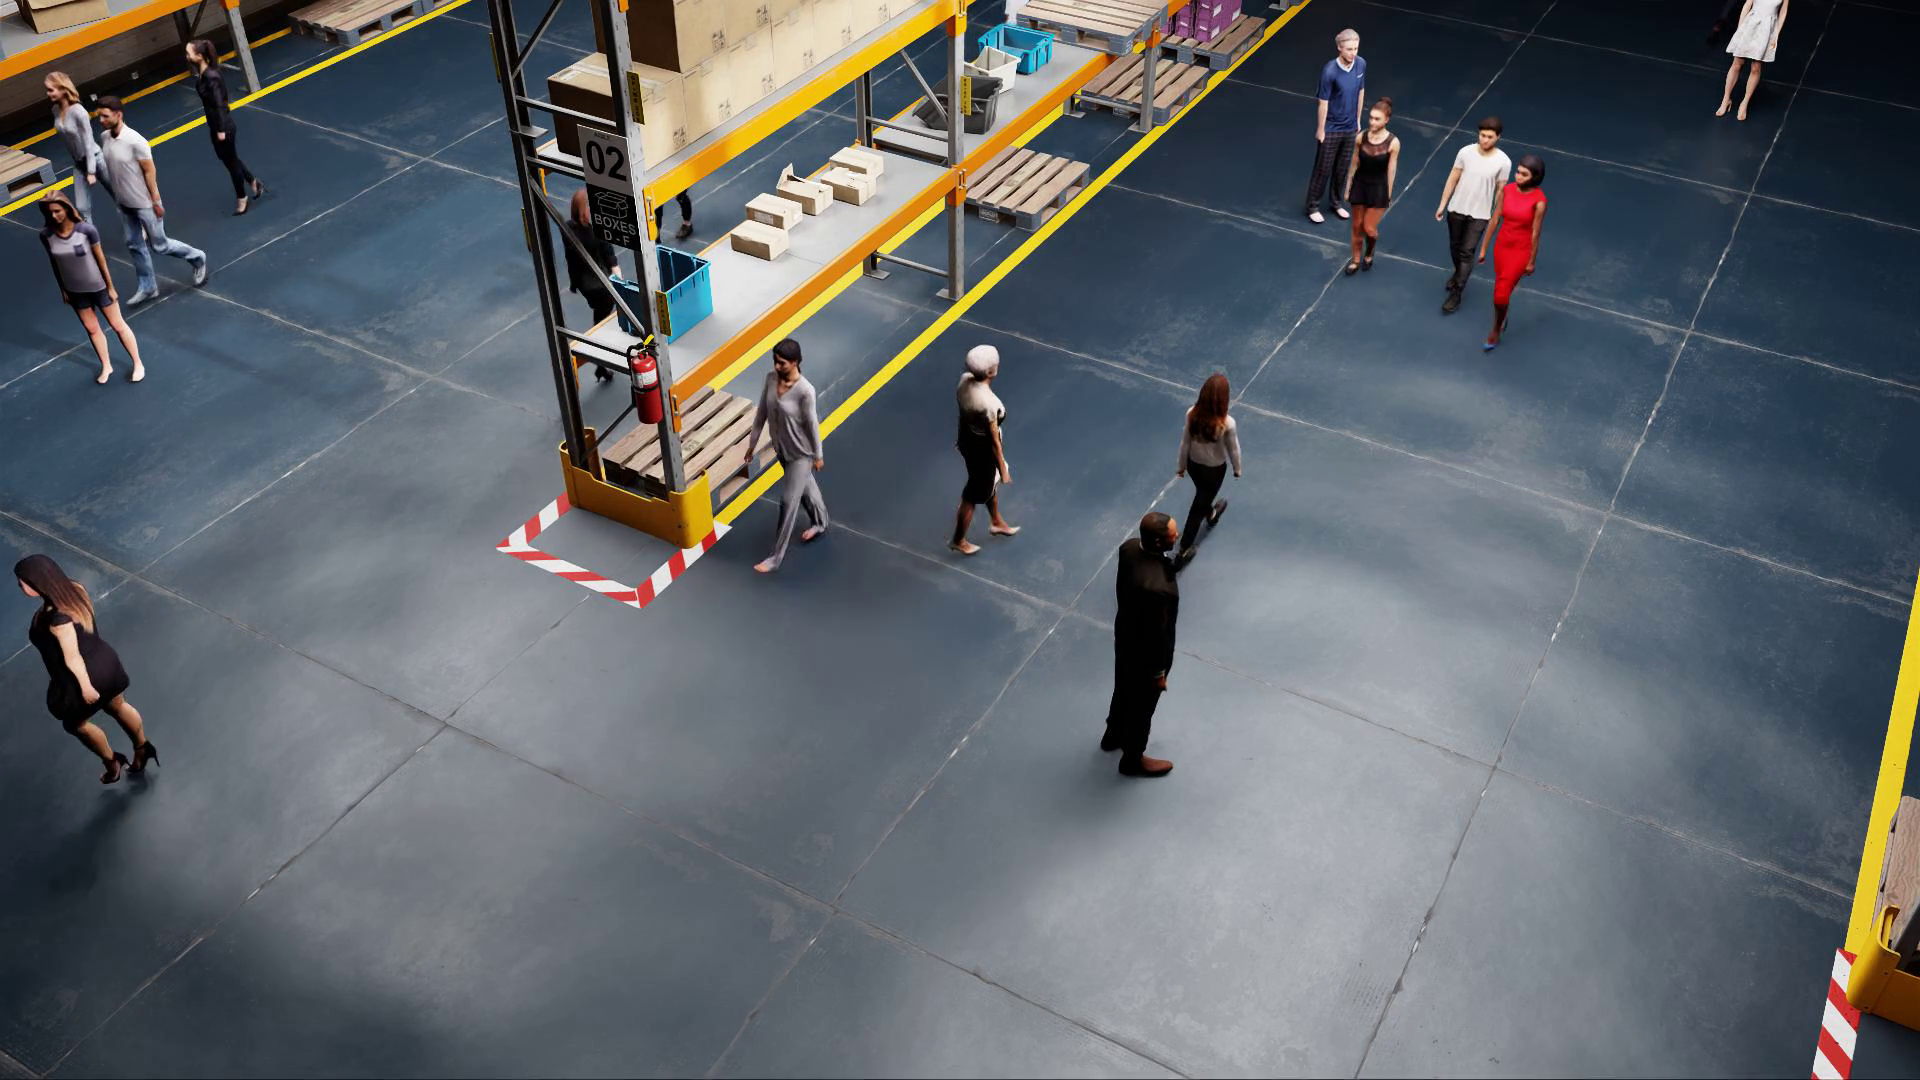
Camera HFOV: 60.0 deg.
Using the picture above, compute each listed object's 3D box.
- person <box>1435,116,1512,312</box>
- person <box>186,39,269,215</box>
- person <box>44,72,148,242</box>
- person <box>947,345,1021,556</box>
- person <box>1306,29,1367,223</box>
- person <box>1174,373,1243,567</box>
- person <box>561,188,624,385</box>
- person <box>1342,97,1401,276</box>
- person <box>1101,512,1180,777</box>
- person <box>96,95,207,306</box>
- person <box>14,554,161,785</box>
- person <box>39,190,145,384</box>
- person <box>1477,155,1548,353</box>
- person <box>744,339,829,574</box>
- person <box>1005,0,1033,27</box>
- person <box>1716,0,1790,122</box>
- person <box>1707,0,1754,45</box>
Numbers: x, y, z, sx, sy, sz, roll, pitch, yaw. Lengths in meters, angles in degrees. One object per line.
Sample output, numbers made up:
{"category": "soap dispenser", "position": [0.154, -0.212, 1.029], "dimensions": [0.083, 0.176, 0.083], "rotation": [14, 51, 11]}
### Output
{"category": "person", "position": [4.461, -2.911, 14.479], "dimensions": [0.712, 1.697, 0.937], "rotation": [25, 45, 28]}
{"category": "person", "position": [-6.952, -3.914, 15.724], "dimensions": [0.747, 1.711, 0.710], "rotation": [-23, 44, -26]}
{"category": "person", "position": [-7.761, -3.379, 15.022], "dimensions": [0.656, 1.751, 1.165], "rotation": [18, 42, 21]}
{"category": "person", "position": [0.046, -0.569, 11.517], "dimensions": [0.977, 1.735, 0.910], "rotation": [-11, 40, -14]}
{"category": "person", "position": [3.521, -3.882, 15.560], "dimensions": [0.694, 1.866, 0.804], "rotation": [-17, 42, -20]}
{"category": "person", "position": [1.687, -0.445, 11.600], "dimensions": [0.608, 1.438, 0.993], "rotation": [23, 44, 26]}
{"category": "person", "position": [-2.968, -1.987, 13.327], "dimensions": [0.628, 1.691, 0.661], "rotation": [14, 41, 17]}
{"category": "person", "position": [3.684, -3.143, 14.795], "dimensions": [0.606, 1.666, 0.628], "rotation": [23, 44, 26]}
{"category": "person", "position": [1.086, 0.603, 9.914], "dimensions": [0.850, 1.903, 0.792], "rotation": [-10, 40, -12]}
{"category": "person", "position": [-7.083, -2.978, 14.447], "dimensions": [0.685, 1.843, 0.995], "rotation": [19, 42, 22]}
{"category": "person", "position": [-5.086, 0.771, 9.862], "dimensions": [0.865, 1.706, 0.800], "rotation": [-8, 39, -10]}
{"category": "person", "position": [-6.995, -2.041, 13.366], "dimensions": [0.679, 1.726, 0.712], "rotation": [-3, 39, -4]}
{"category": "person", "position": [4.635, -2.400, 13.813], "dimensions": [0.750, 1.730, 0.697], "rotation": [-28, 46, -31]}
{"category": "person", "position": [-1.110, -0.678, 11.652], "dimensions": [0.745, 1.737, 1.081], "rotation": [29, 47, 31]}
{"category": "person", "position": [0.636, -5.570, 18.188], "dimensions": [0.491, 1.224, 0.847], "rotation": [21, 43, 24]}
{"category": "person", "position": [8.320, -5.259, 17.357], "dimensions": [0.636, 1.774, 0.617], "rotation": [21, 43, 24]}
{"category": "person", "position": [8.891, -6.407, 18.781], "dimensions": [0.999, 1.792, 0.859], "rotation": [-29, 47, -31]}
